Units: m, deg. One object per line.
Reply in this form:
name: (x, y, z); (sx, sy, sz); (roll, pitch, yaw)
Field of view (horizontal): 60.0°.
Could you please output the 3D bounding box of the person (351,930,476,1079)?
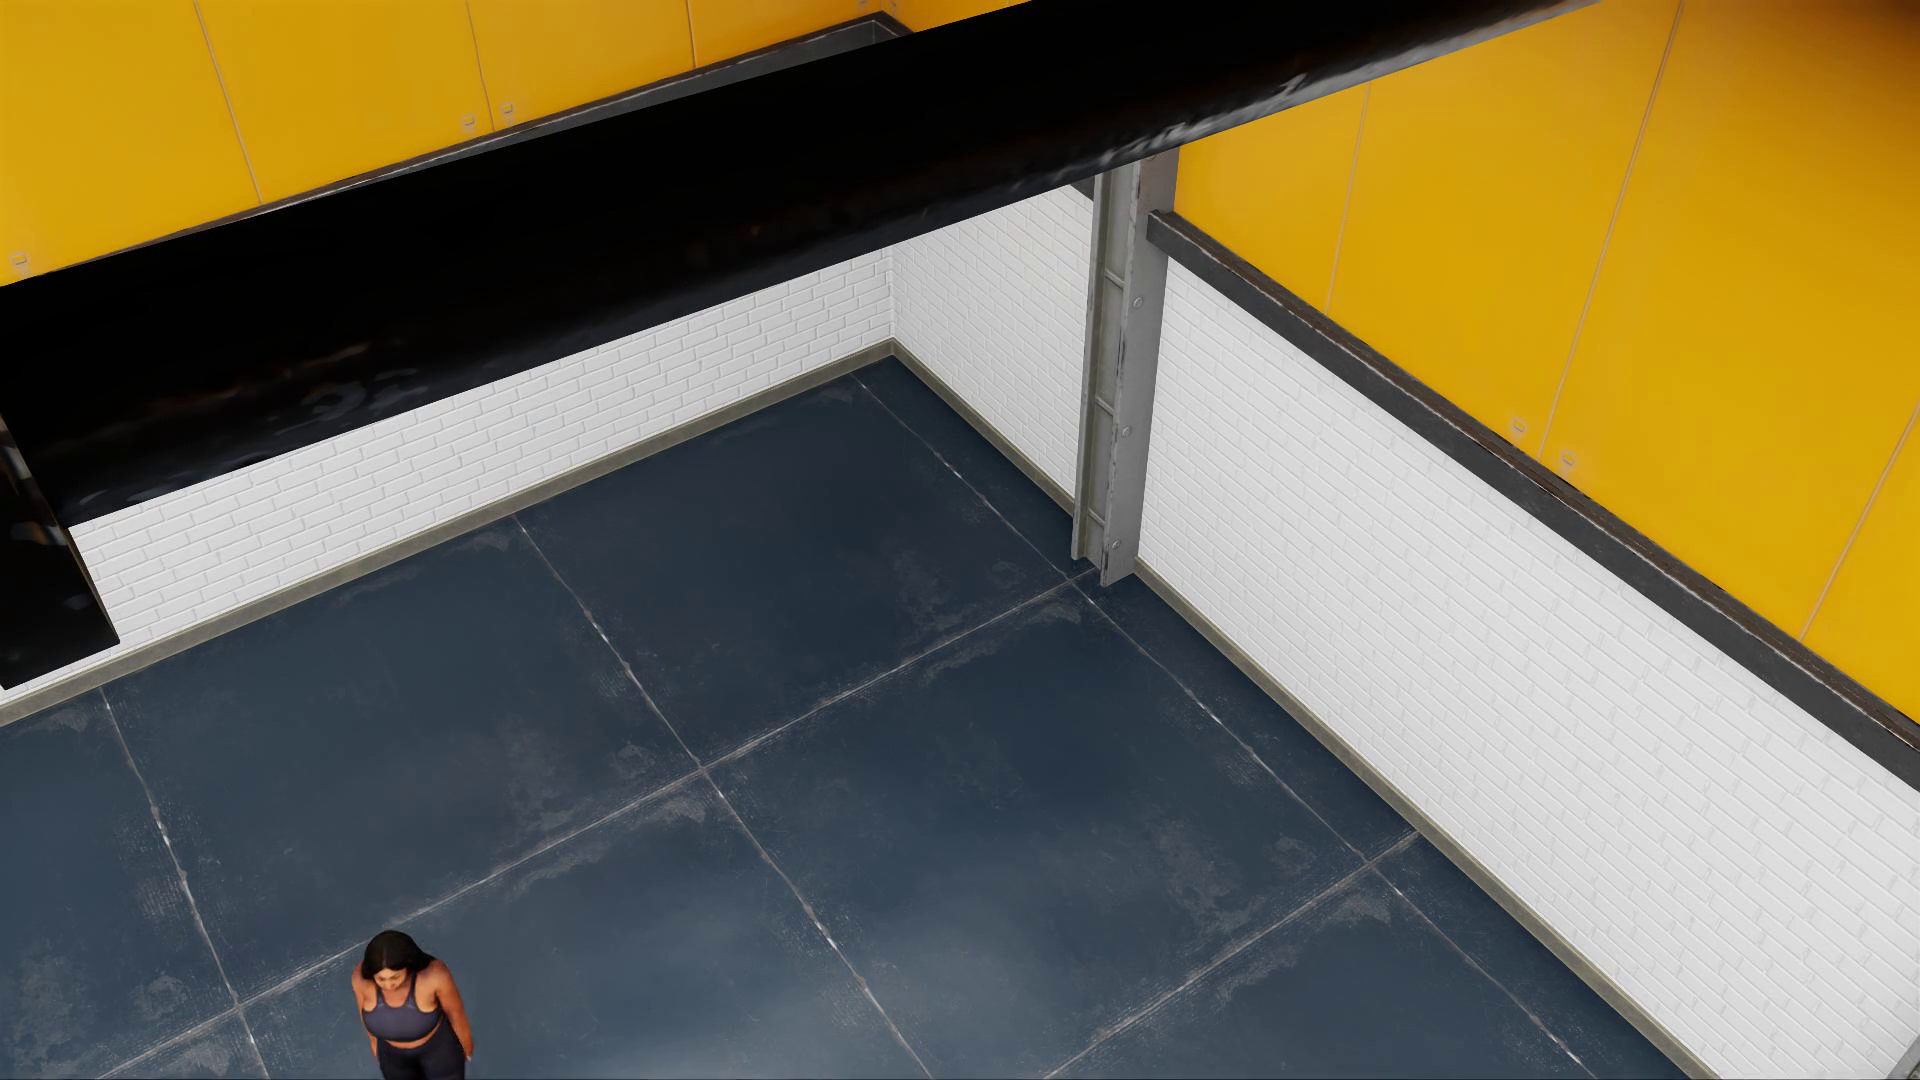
person: (-2.714, 2.456, 8.414); (0.932, 1.798, 1.025); (-1, 44, -1)
